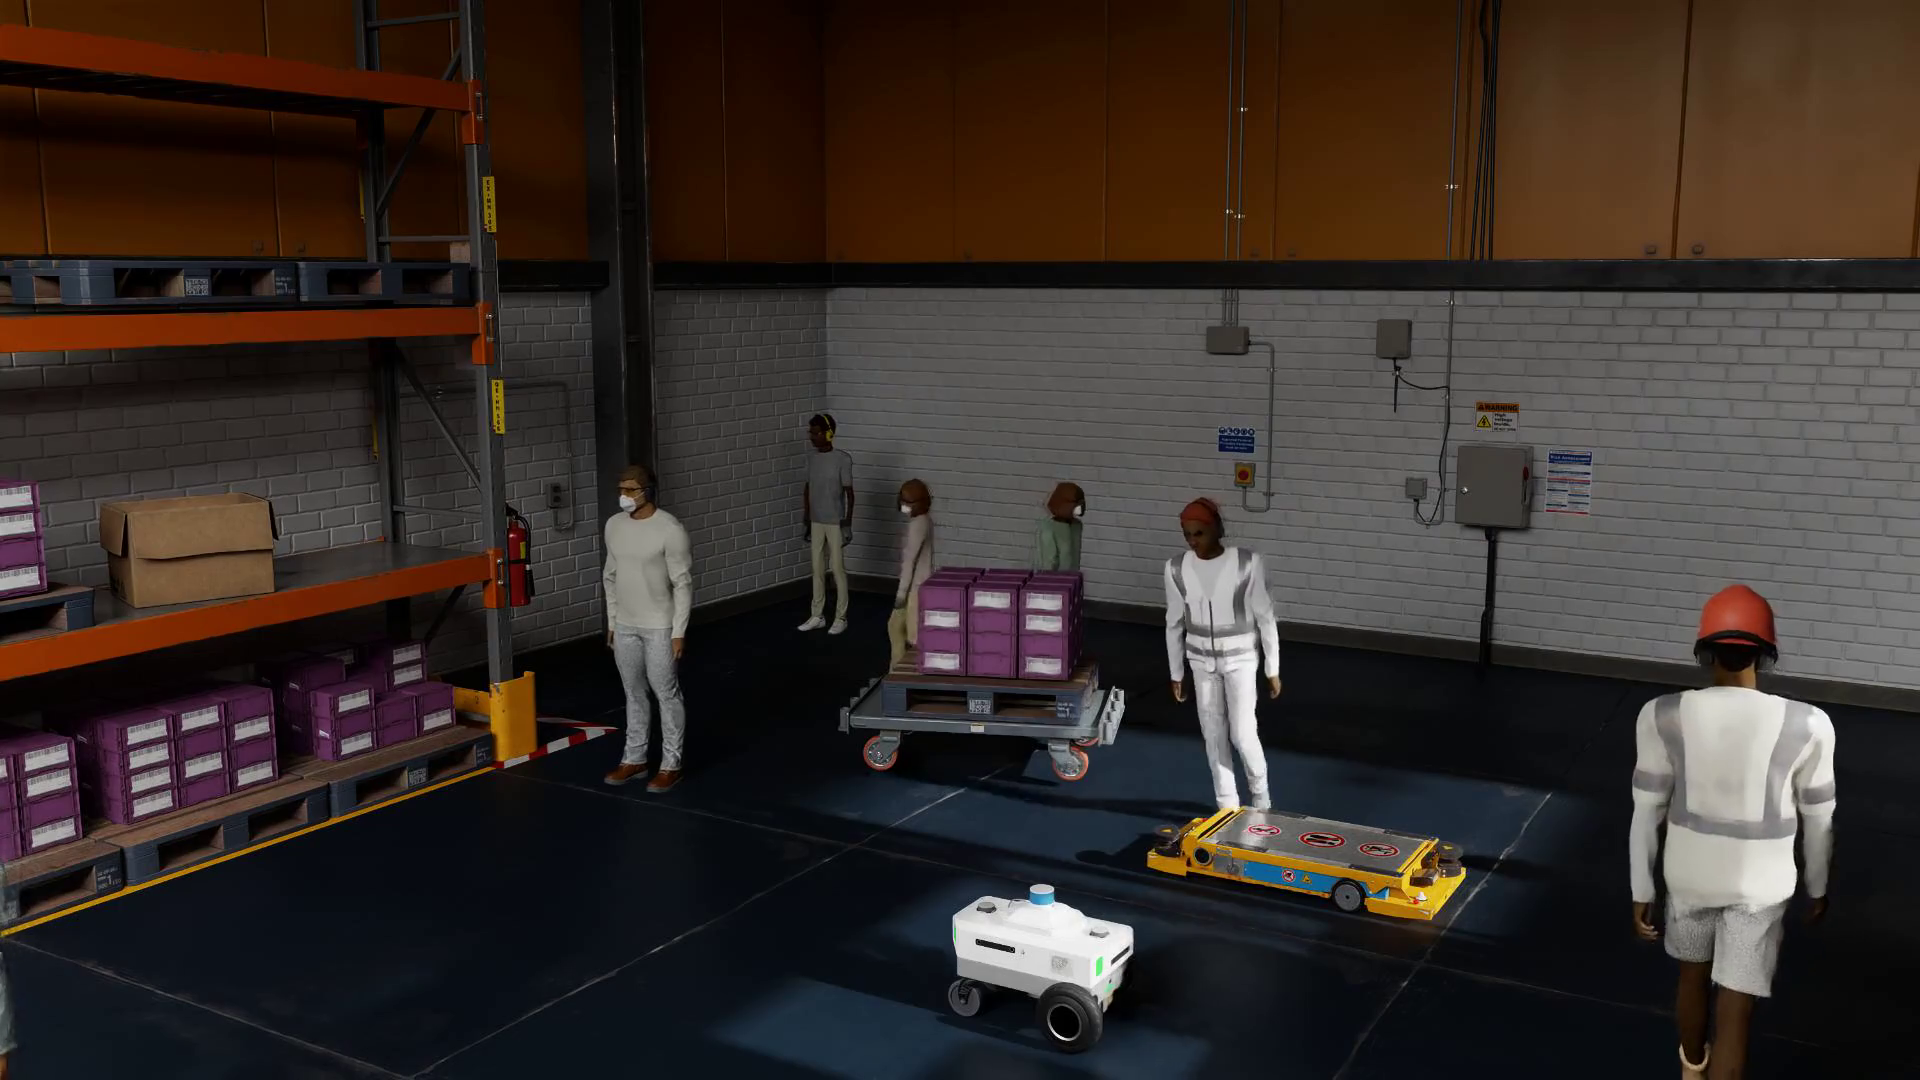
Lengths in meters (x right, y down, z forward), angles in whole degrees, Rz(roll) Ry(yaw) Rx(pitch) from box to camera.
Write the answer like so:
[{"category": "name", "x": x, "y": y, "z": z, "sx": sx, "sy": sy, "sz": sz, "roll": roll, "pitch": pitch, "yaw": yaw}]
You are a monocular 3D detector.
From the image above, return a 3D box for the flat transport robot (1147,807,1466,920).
[{"category": "flat transport robot", "x": 1.722, "y": 1.575, "z": 8.297, "sx": 1.431, "sy": 0.197, "sz": 0.652, "roll": 5, "pitch": 11, "yaw": 30}]

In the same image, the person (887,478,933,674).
[{"category": "person", "x": -0.296, "y": 0.343, "z": 11.844, "sx": 0.686, "sy": 1.605, "sz": 0.500, "roll": 0, "pitch": 9, "yaw": -1}]

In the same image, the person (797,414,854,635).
[{"category": "person", "x": -1.123, "y": -0.134, "z": 14.014, "sx": 0.514, "sy": 1.864, "sz": 0.332, "roll": 6, "pitch": 11, "yaw": 31}]

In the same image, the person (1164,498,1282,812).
[{"category": "person", "x": 1.412, "y": 0.682, "z": 8.948, "sx": 0.644, "sy": 1.855, "sz": 0.541, "roll": 5, "pitch": 10, "yaw": 28}]

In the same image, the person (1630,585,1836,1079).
[{"category": "person", "x": 2.611, "y": 1.146, "z": 5.669, "sx": 0.614, "sy": 1.993, "sz": 1.068, "roll": 6, "pitch": 11, "yaw": 33}]

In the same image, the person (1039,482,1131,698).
[{"category": "person", "x": 0.762, "y": 0.392, "z": 11.582, "sx": 0.859, "sy": 1.583, "sz": 0.506, "roll": 7, "pitch": 12, "yaw": 39}]

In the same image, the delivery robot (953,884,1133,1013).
[{"category": "delivery robot", "x": 0.329, "y": 1.638, "z": 6.729, "sx": 0.707, "sy": 0.478, "sz": 0.477, "roll": 5, "pitch": 10, "yaw": 30}]

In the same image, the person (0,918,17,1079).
[{"category": "person", "x": -2.941, "y": 1.420, "z": 4.730, "sx": 0.499, "sy": 1.727, "sz": 0.383, "roll": 2, "pitch": 9, "yaw": 11}]

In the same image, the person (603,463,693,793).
[{"category": "person", "x": -1.834, "y": 0.510, "z": 9.756, "sx": 0.629, "sy": 1.940, "sz": 0.376, "roll": 6, "pitch": 11, "yaw": 31}]
